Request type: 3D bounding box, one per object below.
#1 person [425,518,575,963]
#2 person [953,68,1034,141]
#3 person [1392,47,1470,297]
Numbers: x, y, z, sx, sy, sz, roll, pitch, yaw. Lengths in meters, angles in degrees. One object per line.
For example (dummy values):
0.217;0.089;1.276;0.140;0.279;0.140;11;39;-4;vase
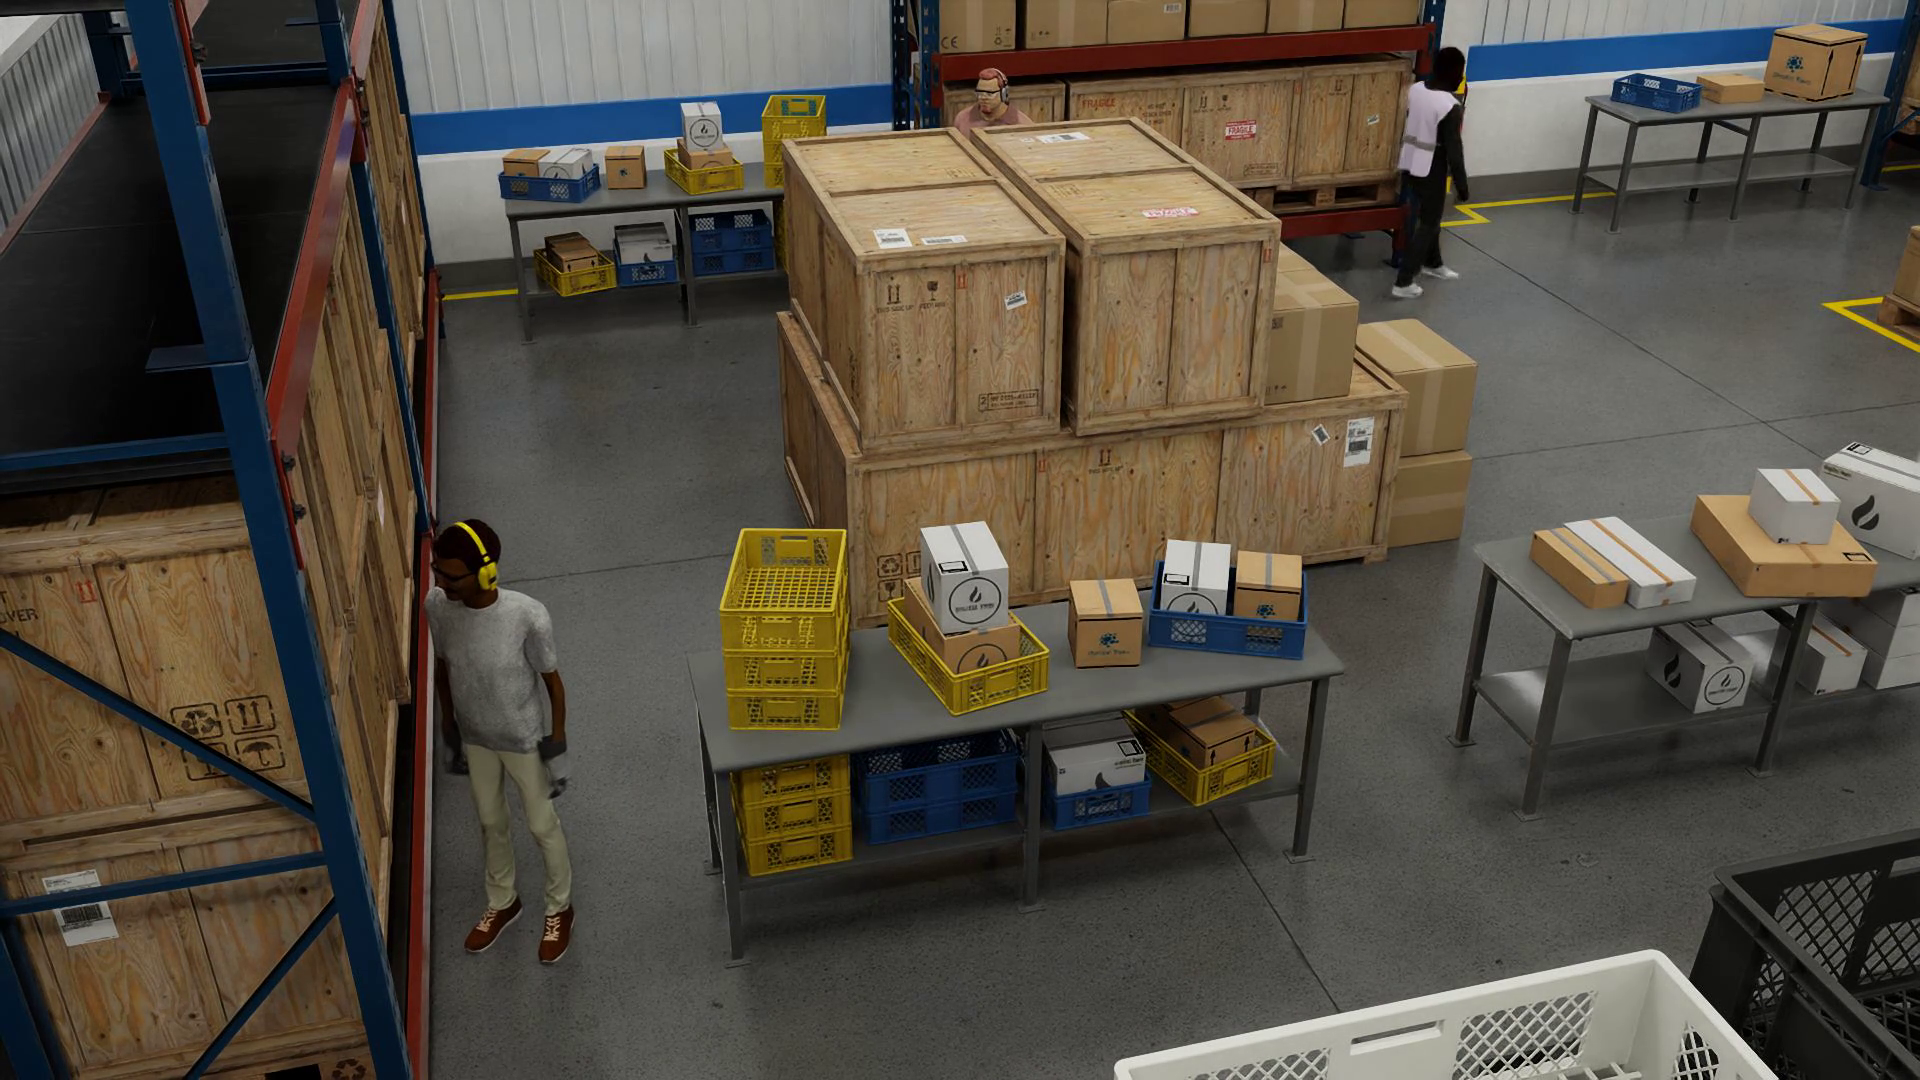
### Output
-1.671;0.749;6.091;0.520;1.865;0.335;7;30;13;person
0.206;-2.335;11.644;0.641;1.909;0.409;11;31;19;person
3.593;-2.752;12.441;0.711;1.867;0.644;-7;30;-13;person
